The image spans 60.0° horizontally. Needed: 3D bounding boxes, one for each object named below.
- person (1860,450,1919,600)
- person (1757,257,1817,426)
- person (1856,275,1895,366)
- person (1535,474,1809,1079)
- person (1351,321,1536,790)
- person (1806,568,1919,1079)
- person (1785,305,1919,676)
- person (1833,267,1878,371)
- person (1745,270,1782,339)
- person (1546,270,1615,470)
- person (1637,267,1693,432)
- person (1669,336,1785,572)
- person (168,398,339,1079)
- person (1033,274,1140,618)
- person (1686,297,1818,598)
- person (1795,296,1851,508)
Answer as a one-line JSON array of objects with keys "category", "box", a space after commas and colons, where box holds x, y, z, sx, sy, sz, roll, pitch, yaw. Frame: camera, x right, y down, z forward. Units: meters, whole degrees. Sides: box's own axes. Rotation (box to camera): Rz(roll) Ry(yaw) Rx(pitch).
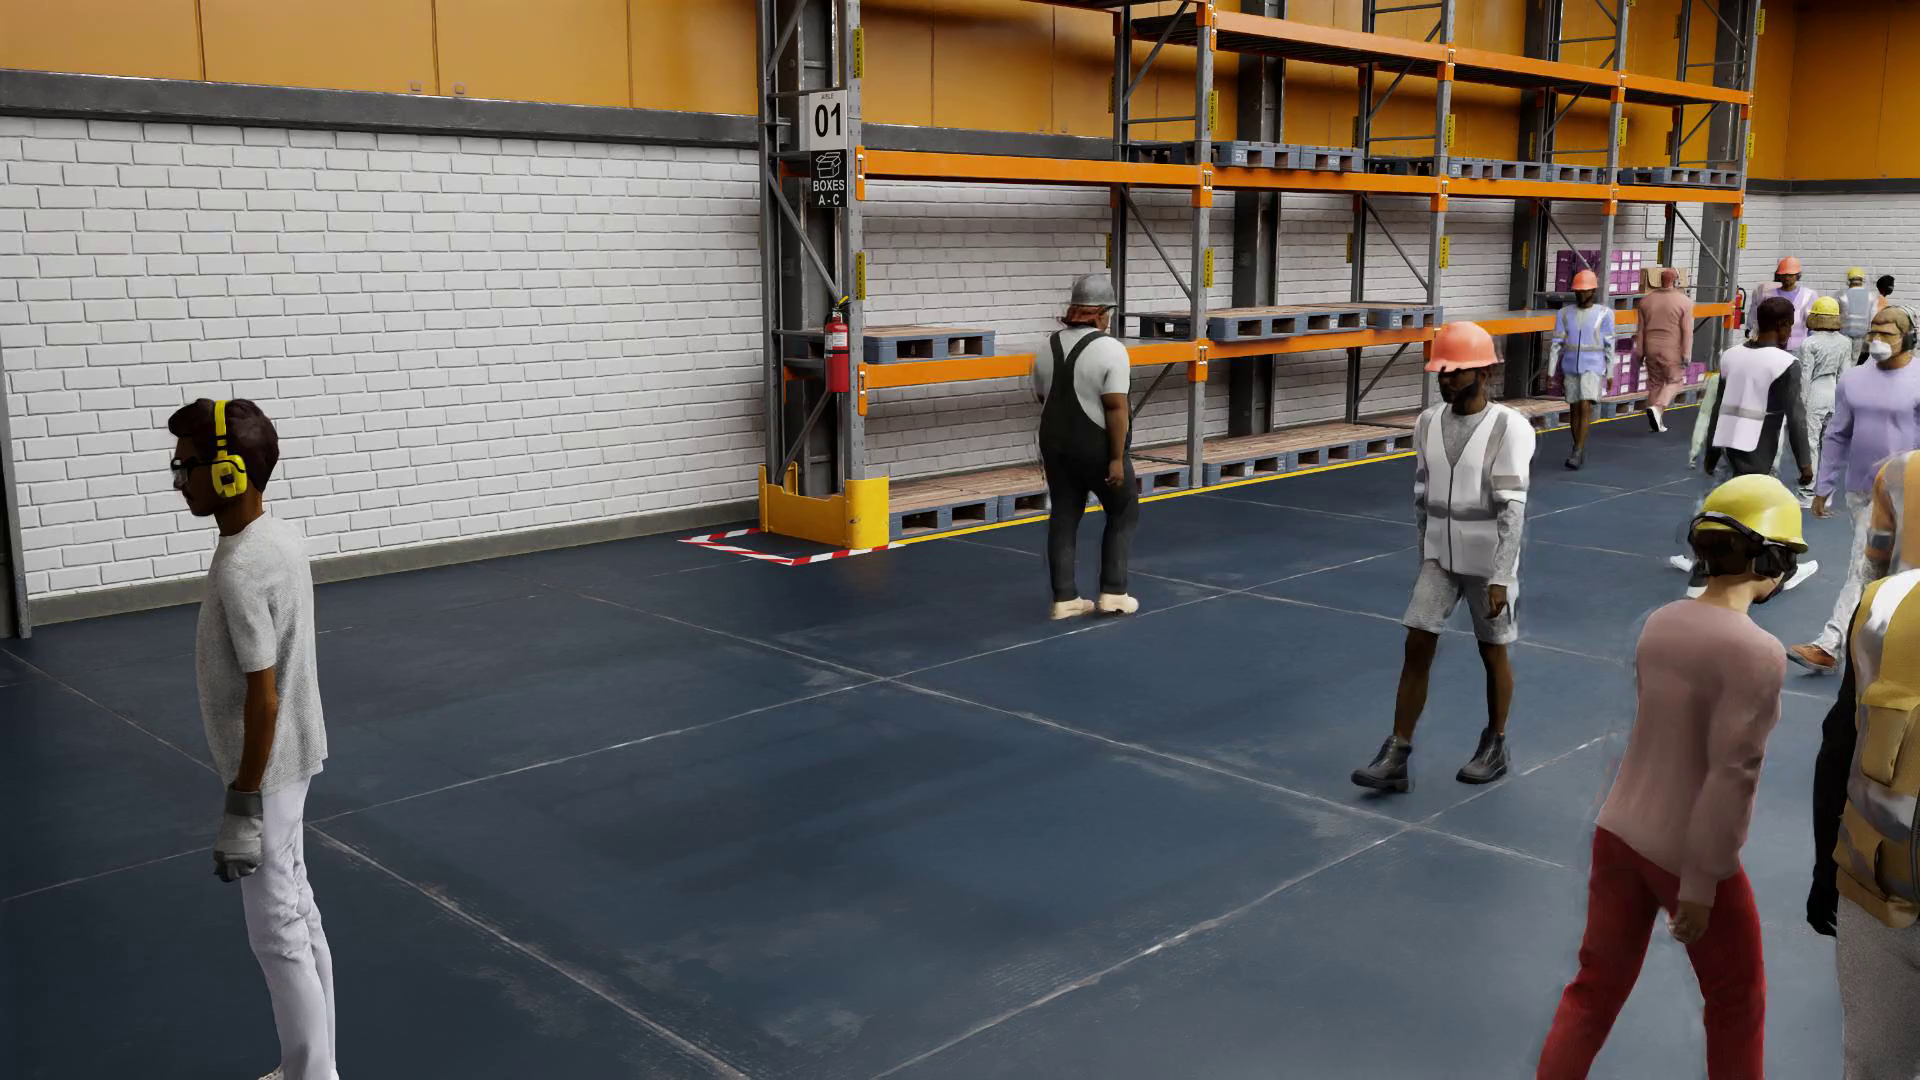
[{"category": "person", "box": [3.199, 0.332, 5.345, 0.884, 1.887, 0.564, -7, 13, -34]}, {"category": "person", "box": [9.557, -2.266, 19.267, 0.611, 1.991, 1.036, 4, 11, 22]}, {"category": "person", "box": [13.052, -2.903, 23.557, 0.816, 1.659, 0.554, 3, 11, 17]}, {"category": "person", "box": [1.671, 0.706, 3.799, 0.881, 1.693, 0.536, -2, 11, -13]}, {"category": "person", "box": [1.953, 0.093, 6.603, 0.914, 1.894, 0.566, -9, 14, -41]}, {"category": "person", "box": [1.983, 0.730, 3.307, 0.429, 1.843, 0.630, -7, 13, -34]}, {"category": "person", "box": [4.700, -0.254, 8.547, 1.045, 1.883, 0.648, -4, 11, -20]}, {"category": "person", "box": [12.426, -2.901, 23.247, 0.597, 1.790, 0.837, 1, 10, 8]}, {"category": "person", "box": [11.660, -3.026, 23.910, 0.673, 1.805, 0.593, 7, 12, 33]}, {"category": "person", "box": [5.931, -1.624, 15.978, 0.574, 1.896, 0.909, 8, 13, 37]}, {"category": "person", "box": [7.921, -2.125, 18.760, 0.645, 1.890, 0.649, -9, 13, -39]}, {"category": "person", "box": [5.101, -0.554, 10.969, 0.584, 1.596, 0.416, 8, 13, 37]}, {"category": "person", "box": [-1.711, 0.584, 4.036, 0.328, 1.868, 0.509, -3, 11, -15]}, {"category": "person", "box": [0.797, -0.557, 9.780, 0.712, 2.000, 0.659, 10, 14, 43]}, {"category": "person", "box": [4.969, -0.554, 10.241, 1.006, 1.859, 0.621, -2, 11, -12]}, {"category": "person", "box": [7.074, -1.133, 13.736, 0.487, 1.744, 0.295, -4, 11, -21]}]
